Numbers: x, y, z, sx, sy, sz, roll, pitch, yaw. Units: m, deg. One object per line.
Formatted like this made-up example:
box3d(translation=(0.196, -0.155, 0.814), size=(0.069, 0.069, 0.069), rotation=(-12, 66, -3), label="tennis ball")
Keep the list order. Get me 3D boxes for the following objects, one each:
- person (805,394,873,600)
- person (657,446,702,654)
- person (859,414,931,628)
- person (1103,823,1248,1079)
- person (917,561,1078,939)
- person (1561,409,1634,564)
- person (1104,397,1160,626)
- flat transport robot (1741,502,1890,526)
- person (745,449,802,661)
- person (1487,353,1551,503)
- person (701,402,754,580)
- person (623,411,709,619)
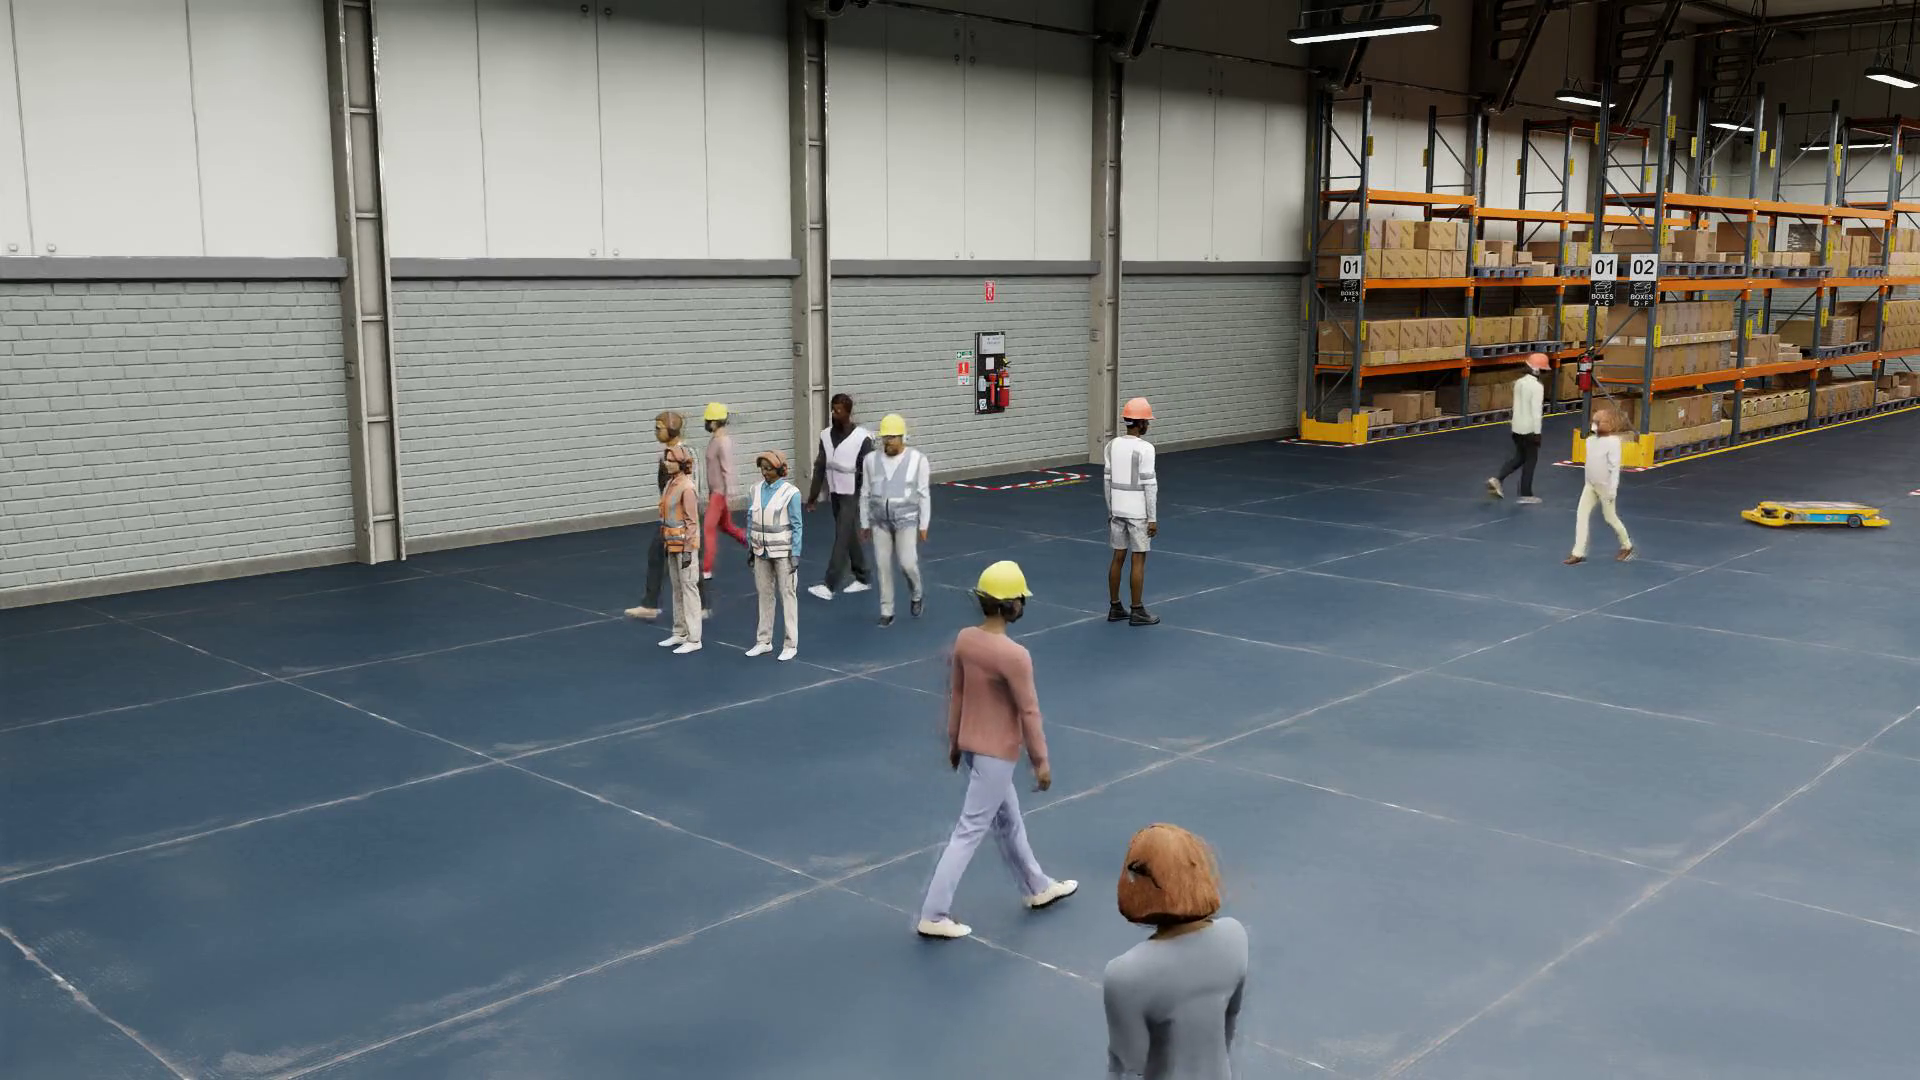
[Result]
box3d(translation=(-1.146, -0.391, 15.249), size=(0.594, 1.878, 0.958), rotation=(9, 13, 43), label="person")
box3d(translation=(-2.205, 0.069, 13.138), size=(0.309, 1.645, 0.515), rotation=(-5, 11, -29), label="person")
box3d(translation=(-0.550, -0.162, 14.029), size=(0.607, 1.822, 0.450), rotation=(3, 10, 15), label="person")
box3d(translation=(0.513, 1.519, 4.404), size=(0.507, 1.613, 0.638), rotation=(-6, 11, -30), label="person")
box3d(translation=(0.181, 0.944, 7.579), size=(0.932, 1.708, 0.539), rotation=(-6, 11, -30), label="person")
box3d(translation=(6.592, -0.546, 17.023), size=(0.810, 1.597, 0.508), rotation=(-4, 10, -21), label="person")
box3d(translation=(1.479, -0.243, 14.147), size=(0.376, 1.935, 0.550), rotation=(-8, 12, -39), label="person")
box3d(translation=(10.100, -0.315, 19.651), size=(1.431, 0.197, 0.652), rotation=(0, 9, 2), label="flat transport robot")
box3d(translation=(-1.439, 0.115, 12.882), size=(0.513, 1.638, 0.309), rotation=(6, 11, 32), label="person")
box3d(translation=(7.177, -1.420, 21.289), size=(0.645, 1.962, 0.618), rotation=(-2, 9, -10), label="person")
box3d(translation=(-2.280, -0.483, 16.186), size=(0.805, 1.737, 0.528), rotation=(-3, 10, -18), label="person")
box3d(translation=(-2.531, -0.180, 14.152), size=(0.820, 1.817, 0.512), rotation=(-5, 11, -28), label="person")
